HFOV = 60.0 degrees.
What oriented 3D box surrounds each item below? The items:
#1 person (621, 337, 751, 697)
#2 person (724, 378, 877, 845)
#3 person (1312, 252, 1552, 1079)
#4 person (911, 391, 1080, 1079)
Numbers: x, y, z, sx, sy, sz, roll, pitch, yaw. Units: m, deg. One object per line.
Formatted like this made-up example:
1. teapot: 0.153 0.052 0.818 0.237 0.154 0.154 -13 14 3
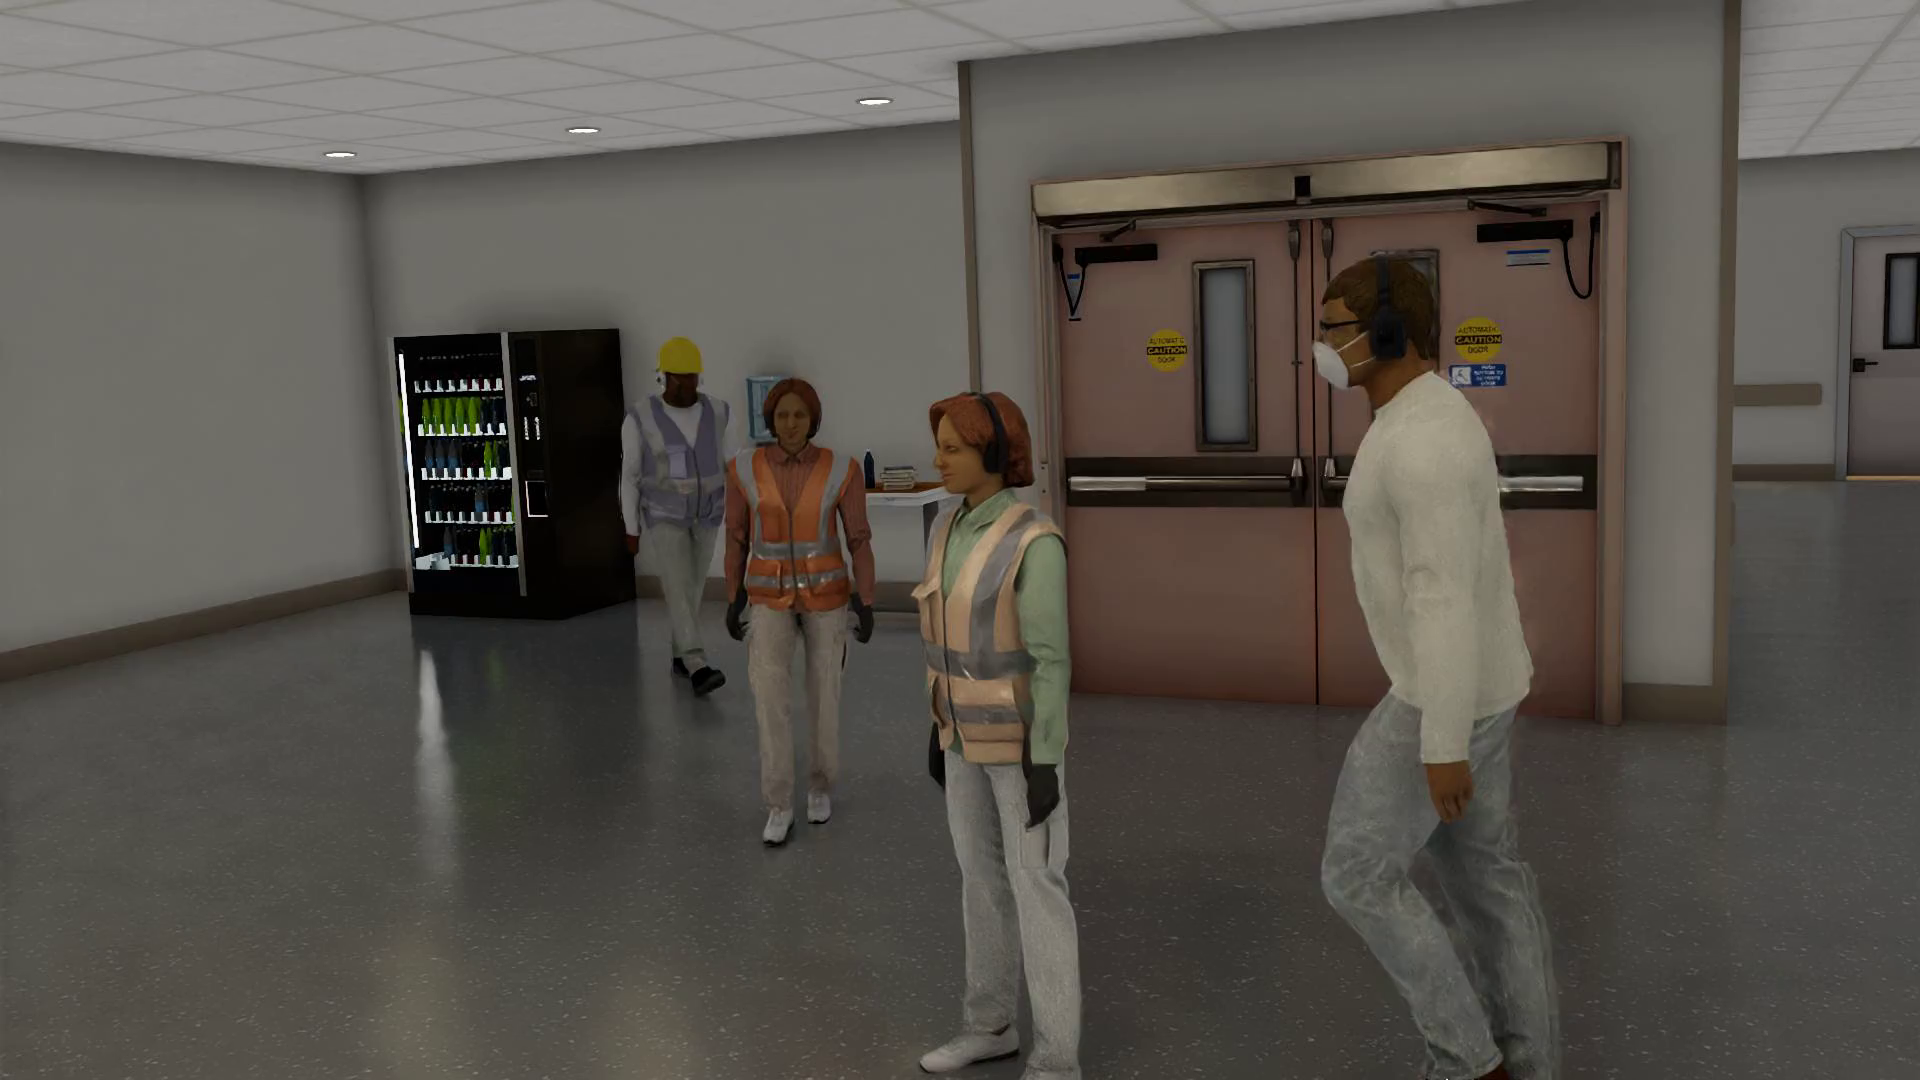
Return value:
1. person: -1.360 -0.125 8.365 0.596 1.772 0.930 -7 9 -33
2. person: -0.566 0.246 5.848 0.551 1.609 0.656 -2 7 0
3. person: 1.020 0.350 3.533 0.527 1.905 0.633 0 8 20
4. person: 0.086 0.476 3.826 0.309 1.640 0.517 -7 9 -32
